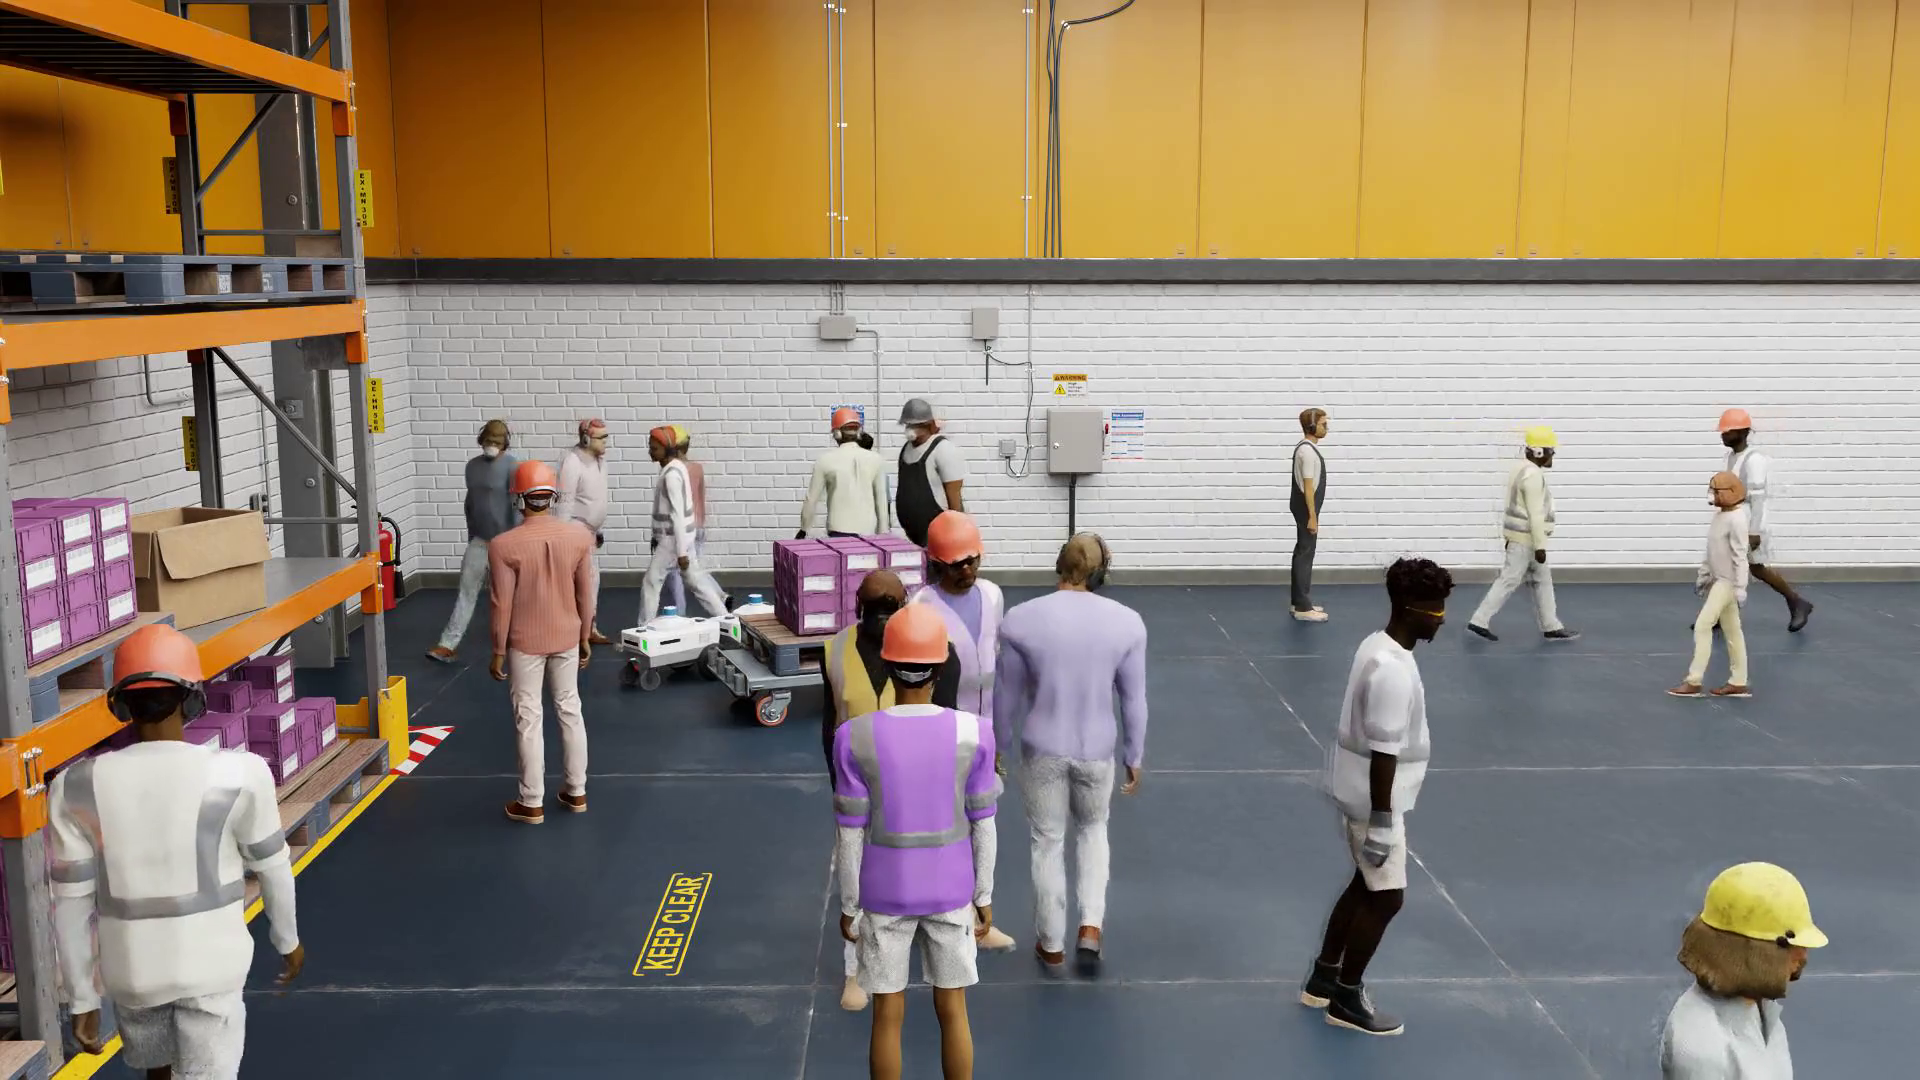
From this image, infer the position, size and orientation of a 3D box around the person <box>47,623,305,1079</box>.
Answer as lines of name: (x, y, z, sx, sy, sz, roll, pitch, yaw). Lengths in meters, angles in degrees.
person: (-2.299, 1.232, 4.983, 0.608, 1.997, 0.935, -1, 9, -8)

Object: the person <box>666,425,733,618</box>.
person: (-2.232, -0.086, 13.877, 0.586, 1.738, 0.561, 4, 10, 26)

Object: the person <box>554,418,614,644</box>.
person: (-3.166, -0.072, 13.503, 0.710, 1.852, 0.654, 1, 9, 8)

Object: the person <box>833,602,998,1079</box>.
person: (-0.151, 1.167, 5.583, 0.545, 1.938, 0.358, -1, 9, -7)

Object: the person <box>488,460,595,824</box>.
person: (-2.305, 0.556, 9.154, 0.622, 1.993, 0.382, -8, 12, -42)

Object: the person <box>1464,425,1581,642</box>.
person: (4.552, -0.038, 13.463, 0.901, 1.797, 0.608, 2, 10, 14)

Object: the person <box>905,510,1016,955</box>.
person: (-0.082, 0.830, 7.469, 0.716, 2.006, 0.620, 9, 13, 44)

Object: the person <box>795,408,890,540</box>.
person: (-0.892, -0.076, 13.286, 0.692, 1.930, 1.039, -6, 11, -31)

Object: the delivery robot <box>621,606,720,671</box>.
delivery robot: (-2.120, 0.730, 12.205, 0.707, 0.478, 0.477, -9, 13, -44)

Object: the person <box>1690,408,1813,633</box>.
person: (6.633, -0.154, 13.842, 0.903, 1.891, 0.584, -1, 9, -4)

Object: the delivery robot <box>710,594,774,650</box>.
delivery robot: (-1.552, 0.656, 12.658, 0.477, 0.478, 0.707, 8, 12, 41)

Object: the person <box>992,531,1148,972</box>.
person: (0.465, 0.914, 7.187, 0.647, 1.920, 0.443, -1, 9, -4)

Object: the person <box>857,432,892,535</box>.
person: (-0.853, -0.076, 14.003, 0.523, 1.663, 0.757, 4, 10, 23)

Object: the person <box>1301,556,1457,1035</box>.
person: (1.646, 1.015, 6.633, 0.562, 1.932, 0.646, 2, 9, 9)

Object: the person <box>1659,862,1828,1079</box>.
person: (1.704, 1.553, 3.893, 0.484, 1.714, 0.763, -8, 12, -42)

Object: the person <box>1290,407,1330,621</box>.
person: (3.034, -0.223, 14.407, 0.348, 1.847, 0.516, 1, 9, 6)

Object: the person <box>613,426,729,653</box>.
person: (-2.215, -0.002, 13.130, 1.006, 1.829, 0.581, 0, 9, -1)

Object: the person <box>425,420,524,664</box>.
person: (-3.632, 0.041, 12.663, 0.664, 1.887, 0.815, 6, 11, 31)

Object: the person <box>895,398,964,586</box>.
person: (-0.308, -0.189, 13.581, 0.760, 2.000, 0.711, -6, 11, -33)

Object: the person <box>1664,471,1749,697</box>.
person: (5.287, 0.320, 11.751, 0.699, 1.606, 0.533, 2, 9, 10)

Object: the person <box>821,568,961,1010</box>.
person: (-0.289, 0.985, 7.140, 0.618, 1.809, 0.922, 1, 9, 9)
